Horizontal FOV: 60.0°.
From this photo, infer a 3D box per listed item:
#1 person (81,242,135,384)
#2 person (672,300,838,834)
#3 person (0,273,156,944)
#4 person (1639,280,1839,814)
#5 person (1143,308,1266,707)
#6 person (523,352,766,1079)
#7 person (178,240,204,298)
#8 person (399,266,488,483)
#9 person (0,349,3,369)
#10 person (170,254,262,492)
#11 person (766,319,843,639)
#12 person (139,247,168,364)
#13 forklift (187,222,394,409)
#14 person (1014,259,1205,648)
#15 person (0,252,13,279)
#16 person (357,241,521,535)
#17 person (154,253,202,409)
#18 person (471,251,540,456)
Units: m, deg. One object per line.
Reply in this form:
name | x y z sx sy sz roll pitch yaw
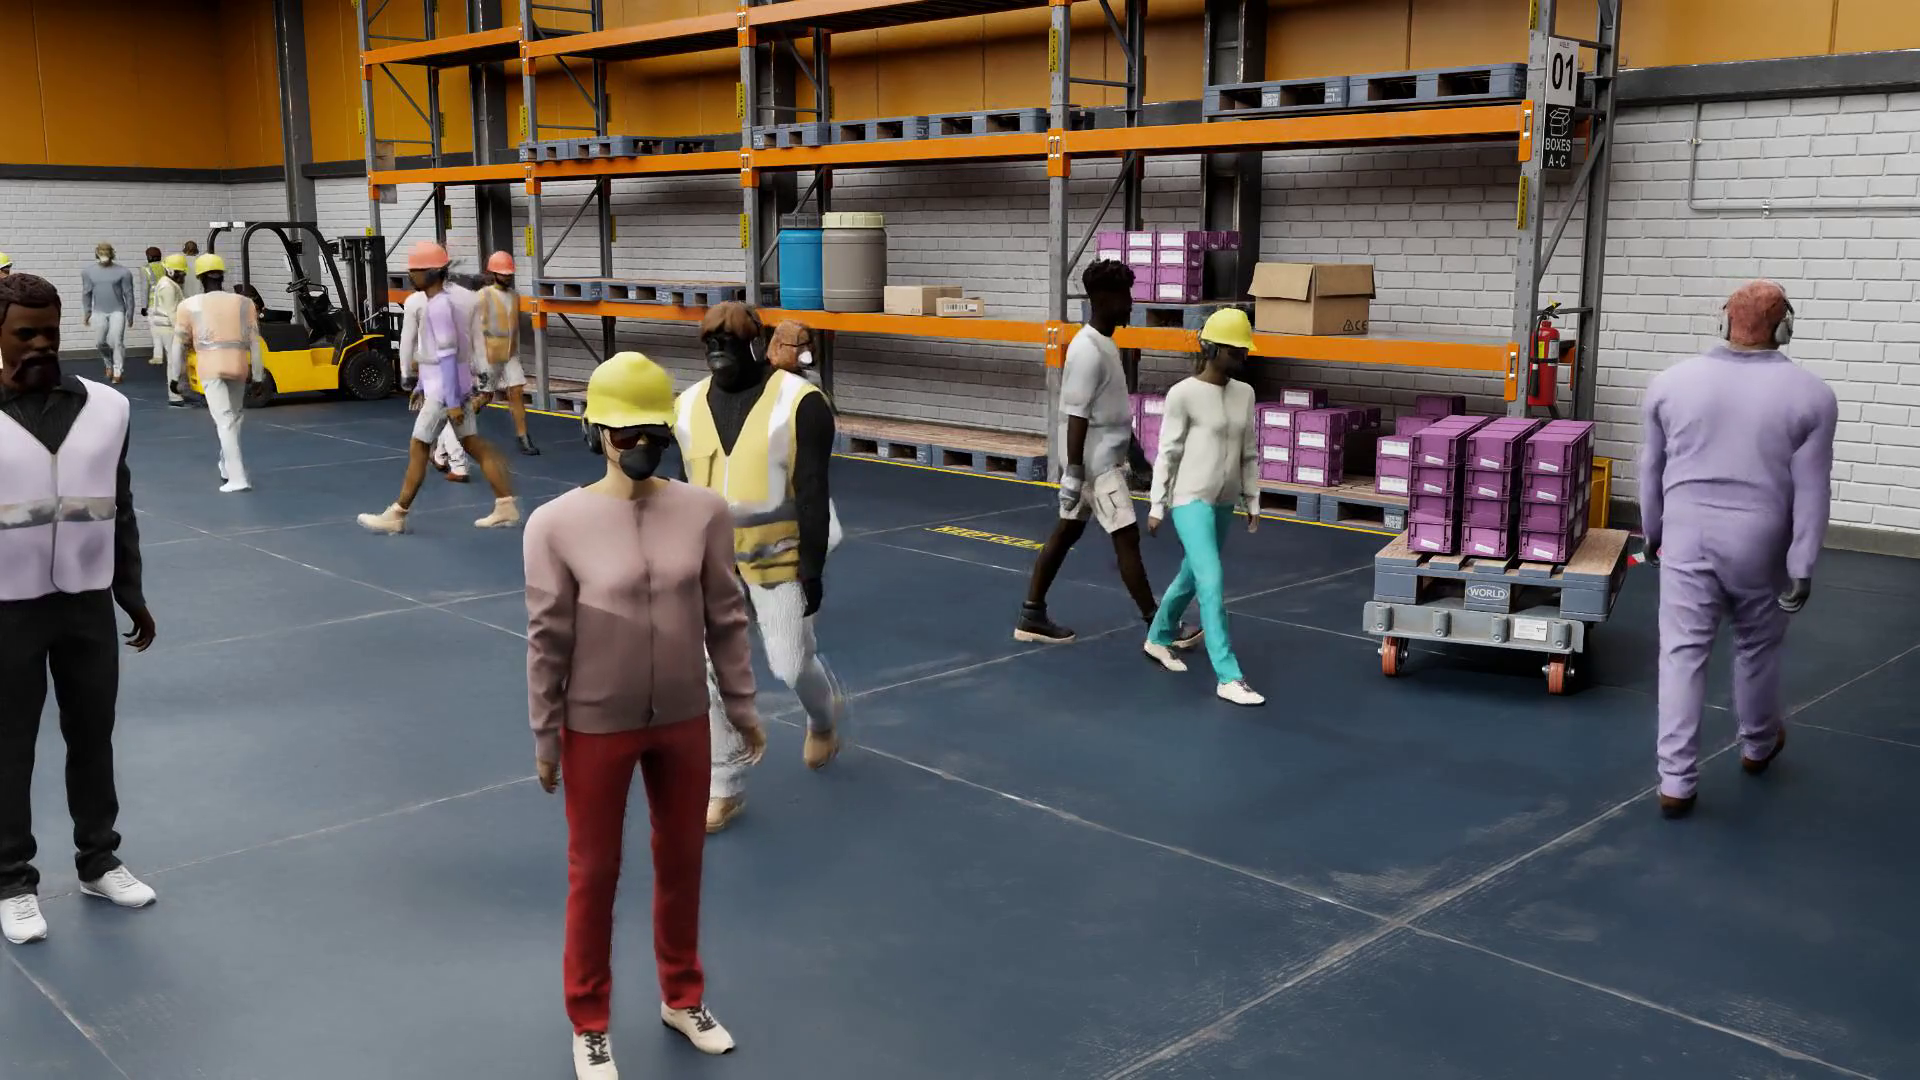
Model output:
person | -11.591 -3.084 22.671 0.653 1.926 0.472 -3 11 -14
person | -0.702 0.058 5.862 0.613 1.812 0.842 3 11 16
person | -2.683 0.187 4.867 0.372 1.914 0.597 8 13 36
person | 2.777 0.008 5.988 0.657 1.854 0.981 7 13 34
person | 1.097 -0.178 7.433 0.542 1.708 0.916 -8 13 -36
person | -0.751 0.432 3.964 0.540 1.761 0.353 -7 12 -33
person | -12.434 -3.890 27.035 0.635 1.937 0.354 -6 12 -31
person | -4.350 -1.434 13.822 0.676 1.862 0.966 -10 14 -44
person | -4.997 -0.465 8.597 0.622 1.848 0.445 -3 11 -17
person | -5.941 -1.334 13.296 0.623 1.864 0.979 -9 14 -40
person | -0.796 -0.293 8.300 0.349 1.614 0.523 6 12 31
person | -12.674 -3.706 26.302 0.429 1.839 0.634 6 12 30
forklift | -8.169 -2.758 20.163 2.313 2.155 1.214 -10 14 -44
person | 0.715 -0.398 8.098 0.983 1.906 0.612 1 10 5
person | -11.317 -2.496 19.751 0.403 1.827 0.595 -2 11 -12
person | -3.536 -1.022 11.298 1.075 1.986 0.622 -2 11 -9
person | -9.156 -2.433 19.436 0.441 1.809 0.644 -3 11 -16
person | -4.328 -1.729 15.424 0.941 1.891 0.592 7 12 32
